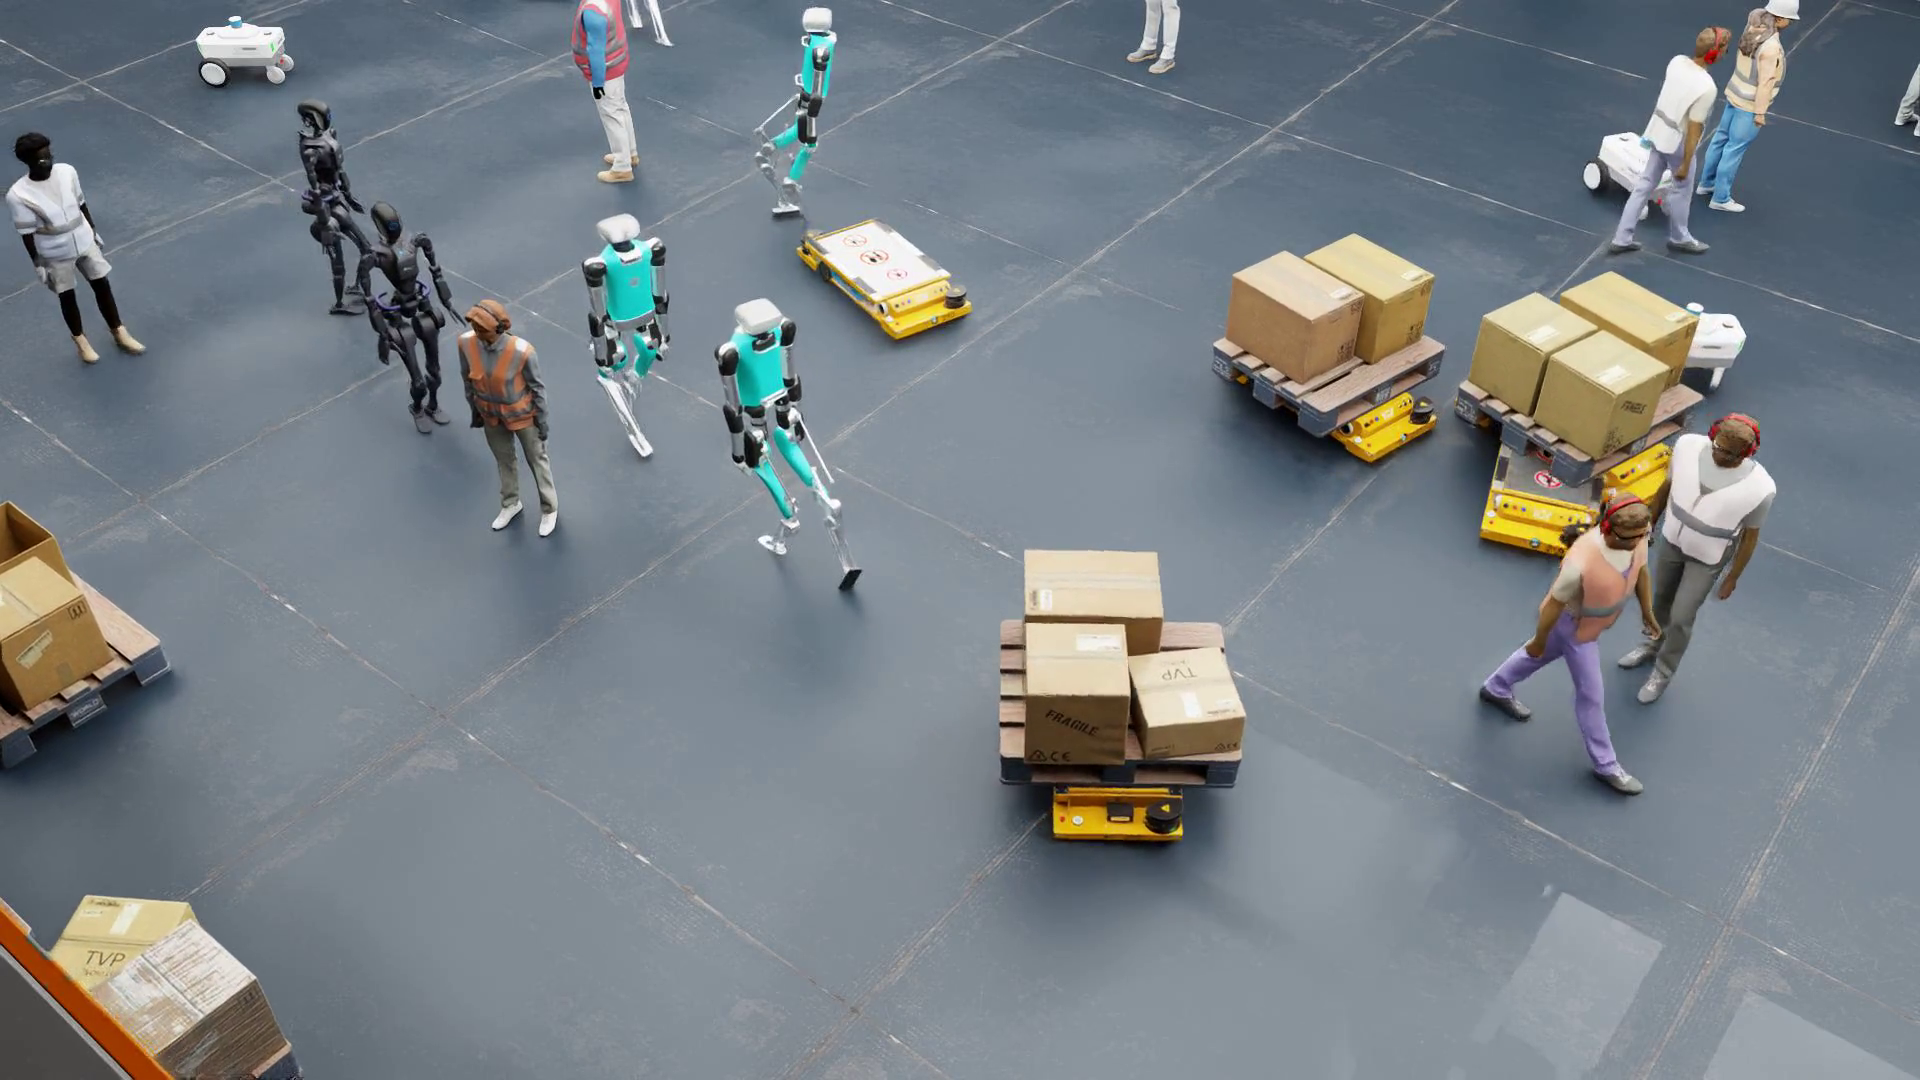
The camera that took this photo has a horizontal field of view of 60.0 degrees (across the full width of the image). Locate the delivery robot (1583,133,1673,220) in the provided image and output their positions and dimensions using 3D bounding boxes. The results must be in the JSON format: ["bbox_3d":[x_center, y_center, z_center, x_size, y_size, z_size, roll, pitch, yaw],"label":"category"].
[{"bbox_3d":[5.434,-2.970,13.363,0.499,0.611,0.792,-12,42,-14],"label":"delivery robot"}]

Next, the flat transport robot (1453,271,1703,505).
[{"bbox_3d":[4.009,-0.703,10.905,0.659,0.231,1.431,-24,46,-26],"label":"flat transport robot"}]

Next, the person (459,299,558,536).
[{"bbox_3d":[-2.672,-0.733,9.880,0.514,1.639,0.313,11,41,12],"label":"person"}]

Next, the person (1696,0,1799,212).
[{"bbox_3d":[6.132,-3.418,12.977,0.376,1.723,0.486,-1,40,-2],"label":"person"}]

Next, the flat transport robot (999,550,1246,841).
[{"bbox_3d":[0.813,1.002,8.899,0.659,0.231,1.431,1,40,1],"label":"flat transport robot"}]

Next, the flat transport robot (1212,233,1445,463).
[{"bbox_3d":[2.473,-1.049,11.311,0.659,0.231,1.431,-27,47,-28],"label":"flat transport robot"}]

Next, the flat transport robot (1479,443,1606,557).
[{"bbox_3d":[3.749,-0.428,10.581,0.659,0.231,1.431,14,42,16],"label":"flat transport robot"}]

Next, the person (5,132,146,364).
[{"bbox_3d":[-6.041,-1.957,11.288,0.487,1.690,0.575,23,46,25],"label":"person"}]

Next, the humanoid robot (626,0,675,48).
[{"bbox_3d":[-2.962,-5.525,15.471,0.572,1.788,0.875,-21,45,-23],"label":"humanoid robot"}]

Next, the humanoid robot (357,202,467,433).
[{"bbox_3d":[-3.510,-1.433,10.676,0.358,1.652,0.599,32,50,32],"label":"humanoid robot"}]

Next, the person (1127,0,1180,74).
[{"bbox_3d":[1.814,-5.128,14.865,0.359,1.882,0.573,-23,46,-25],"label":"person"}]

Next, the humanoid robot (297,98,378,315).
[{"bbox_3d":[-4.451,-2.340,11.743,0.365,1.639,0.593,1,40,1],"label":"humanoid robot"}]

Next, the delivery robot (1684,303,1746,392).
[{"bbox_3d":[4.939,-1.337,11.444,0.783,0.612,0.523,2,40,2],"label":"delivery robot"}]

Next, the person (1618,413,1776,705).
[{"bbox_3d":[3.885,0.053,8.816,0.448,1.829,0.577,-24,46,-26],"label":"person"}]

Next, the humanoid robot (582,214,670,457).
[{"bbox_3d":[-2.158,-1.271,10.516,0.543,1.898,0.727,-26,47,-28],"label":"humanoid robot"}]

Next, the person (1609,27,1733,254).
[{"bbox_3d":[5.370,-2.944,12.349,0.725,1.813,0.612,-8,41,-9],"label":"person"}]

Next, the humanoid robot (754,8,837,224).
[{"bbox_3d":[-1.327,-3.135,12.736,0.844,1.876,0.538,-3,40,-4],"label":"humanoid robot"}]

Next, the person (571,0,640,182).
[{"bbox_3d":[-2.861,-3.774,13.316,0.431,1.835,0.628,0,40,0],"label":"person"}]

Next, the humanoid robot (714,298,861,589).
[{"bbox_3d":[-0.895,-0.461,9.501,0.932,1.772,0.539,32,50,32],"label":"humanoid robot"}]

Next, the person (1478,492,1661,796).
[{"bbox_3d":[3.179,0.437,8.397,1.023,1.773,0.596,32,50,32],"label":"person"}]

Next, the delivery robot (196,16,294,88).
[{"bbox_3d":[-6.520,-4.436,15.091,0.808,0.614,0.499,0,40,0],"label":"delivery robot"}]

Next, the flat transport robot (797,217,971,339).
[{"bbox_3d":[-0.585,-1.986,12.414,0.659,0.231,1.431,-24,46,-25],"label":"flat transport robot"}]

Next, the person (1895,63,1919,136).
[{"bbox_3d":[8.351,-4.232,13.925,0.317,1.731,0.494,-16,43,-18],"label":"person"}]
